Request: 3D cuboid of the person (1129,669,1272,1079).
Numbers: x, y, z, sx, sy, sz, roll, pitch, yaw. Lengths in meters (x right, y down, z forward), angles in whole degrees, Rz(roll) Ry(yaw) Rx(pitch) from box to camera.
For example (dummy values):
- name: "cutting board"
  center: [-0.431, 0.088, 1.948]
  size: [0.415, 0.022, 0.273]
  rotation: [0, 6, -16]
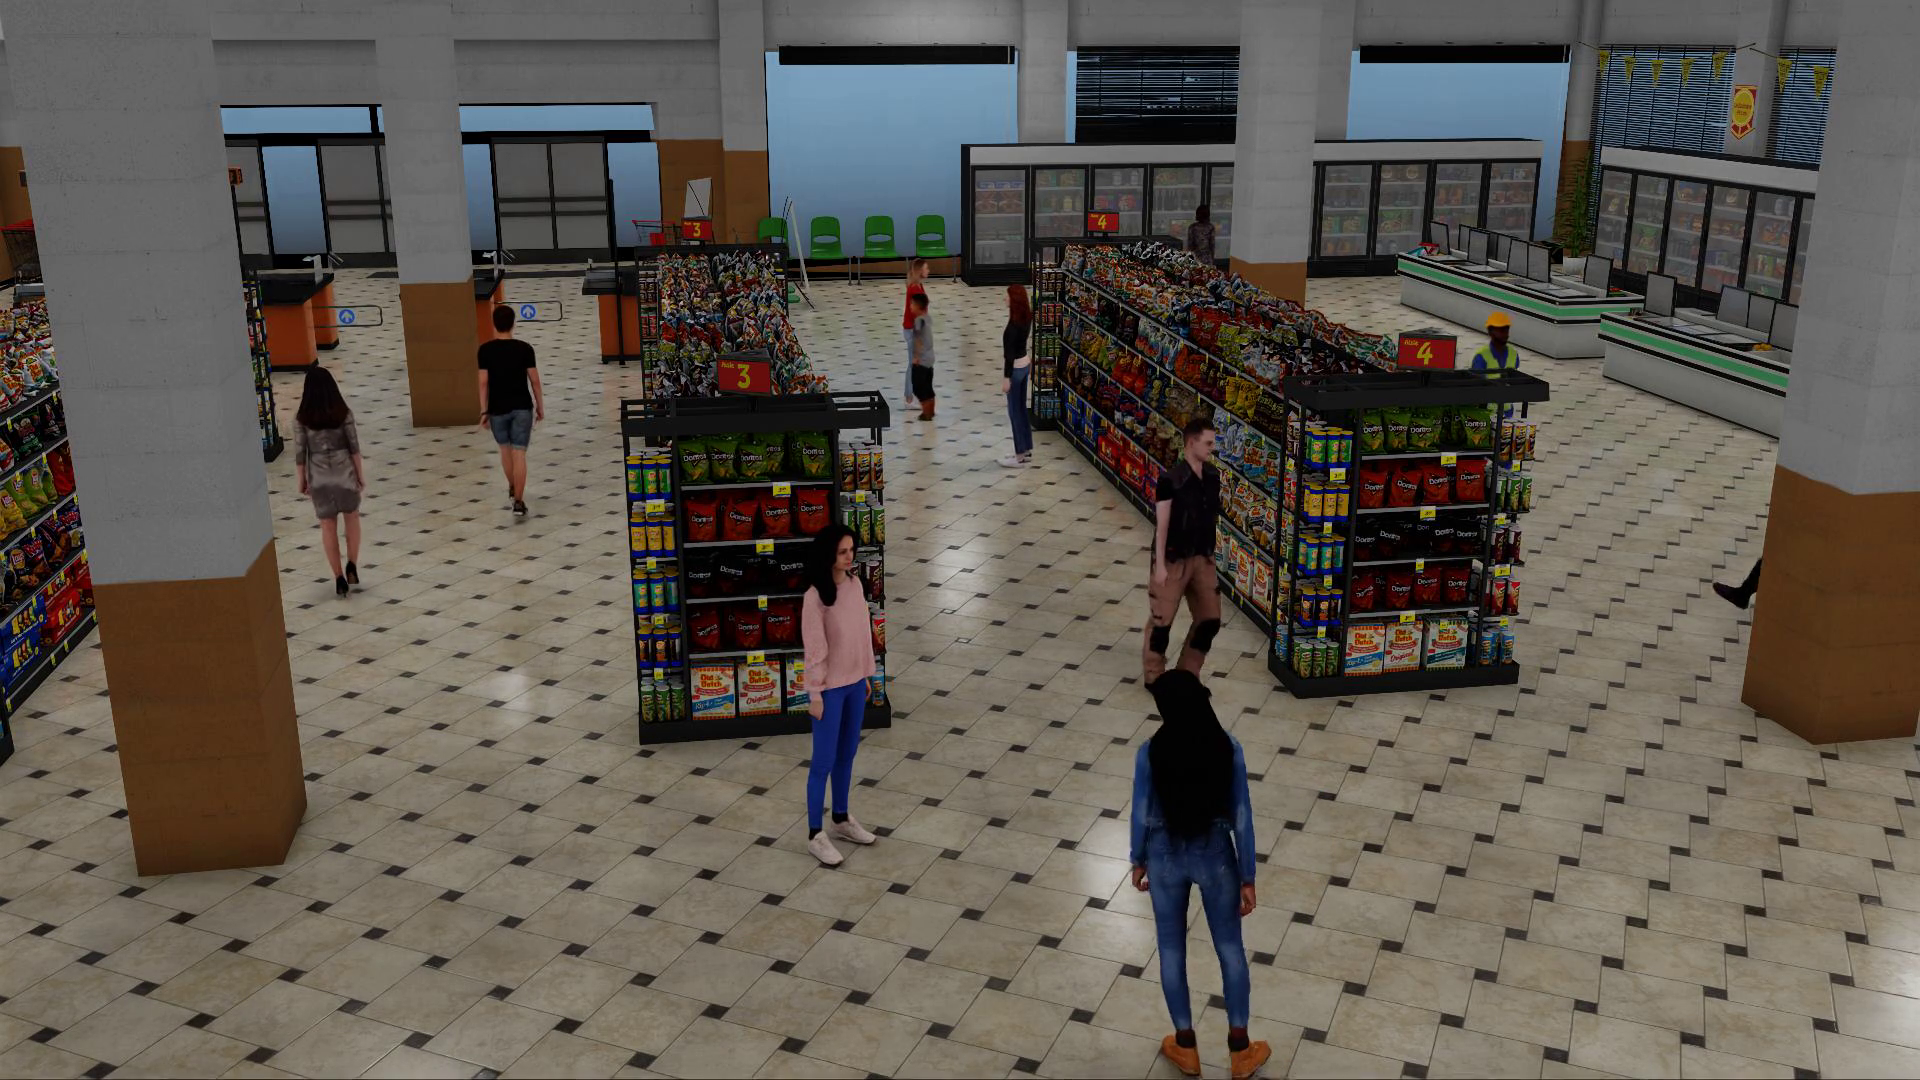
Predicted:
- name: "person"
  center: [0.956, 1.361, 6.622]
  size: [0.823, 1.682, 0.733]
  rotation: [5, 18, 17]

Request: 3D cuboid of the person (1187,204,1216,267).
- name: "person"
  center: [3.544, -4.078, 24.482]
  size: [0.596, 1.713, 0.593]
  rotation: [-1, 17, -3]

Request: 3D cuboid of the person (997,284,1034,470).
- name: "person"
  center: [0.559, -1.603, 16.205]
  size: [0.702, 1.786, 0.598]
  rotation: [6, 18, 18]

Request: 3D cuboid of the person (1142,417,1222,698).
- name: "person"
  center: [1.363, 0.099, 10.543]
  size: [0.840, 1.819, 0.833]
  rotation: [-8, 19, -24]

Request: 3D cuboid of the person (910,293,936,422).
- name: "person"
  center: [-0.393, -2.043, 18.237]
  size: [0.693, 1.446, 0.553]
  rotation: [4, 17, 12]

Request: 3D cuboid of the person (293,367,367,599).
- name: "person"
  center: [-4.649, -0.399, 12.337]
  size: [0.676, 1.729, 0.661]
  rotation: [-6, 18, -20]

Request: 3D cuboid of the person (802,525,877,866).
- name: "person"
  center: [-0.631, 0.758, 8.460]
  size: [0.777, 1.768, 0.716]
  rotation: [11, 20, 33]

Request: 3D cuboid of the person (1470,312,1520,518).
- name: "person"
  center: [4.583, -1.099, 14.524]
  size: [0.725, 1.798, 0.746]
  rotation: [-6, 18, -19]

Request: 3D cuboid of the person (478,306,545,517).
- name: "person"
  center: [-3.909, -1.080, 14.460]
  size: [0.671, 1.798, 1.179]
  rotation: [-3, 17, -9]

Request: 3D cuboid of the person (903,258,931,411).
- name: "person"
  center: [-0.514, -2.324, 18.721]
  size: [0.681, 1.702, 0.484]
  rotation: [-2, 17, -5]
